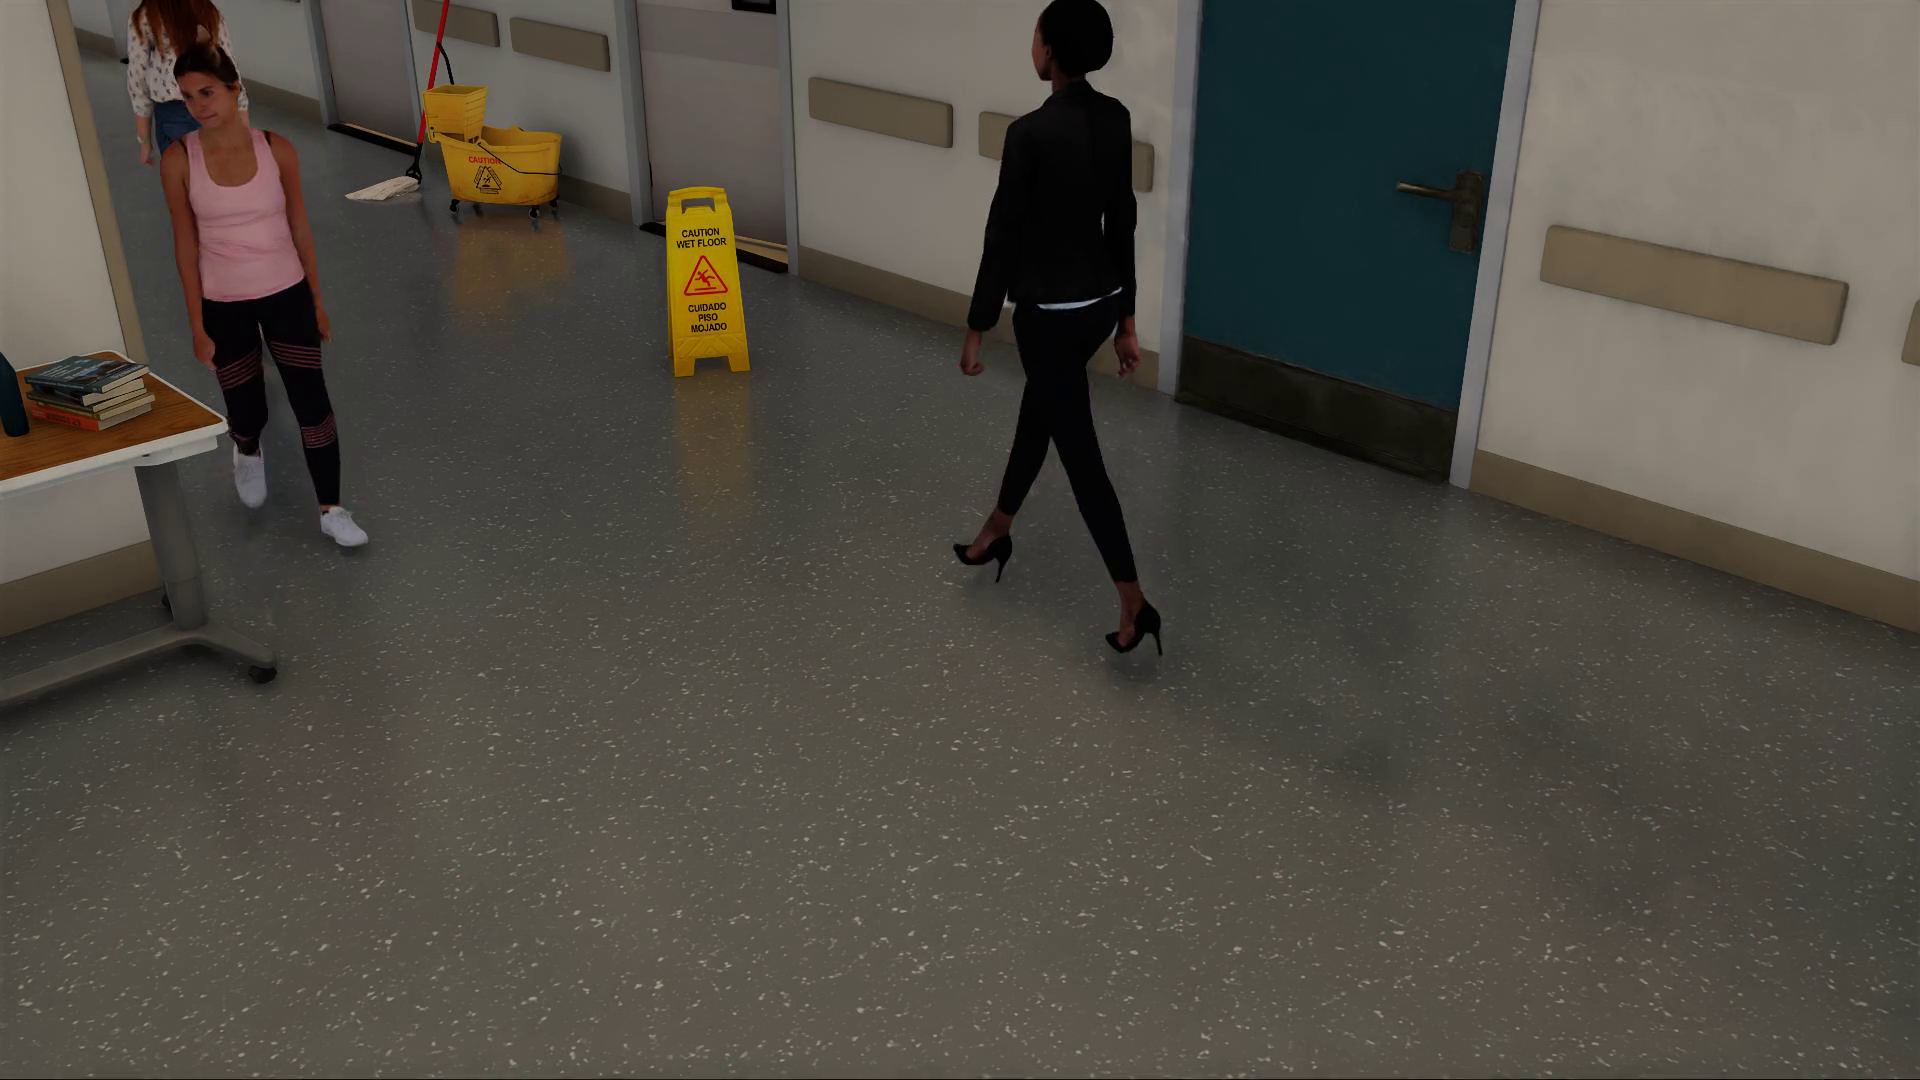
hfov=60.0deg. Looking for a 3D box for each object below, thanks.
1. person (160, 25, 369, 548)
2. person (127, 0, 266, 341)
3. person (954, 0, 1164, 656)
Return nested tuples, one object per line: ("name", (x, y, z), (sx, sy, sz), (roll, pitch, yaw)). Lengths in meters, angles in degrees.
("person", (-2.254, -0.768, 5.255), (0.681, 1.645, 0.898), (-17, 31, -32))
("person", (-3.189, -1.656, 7.053), (1.094, 1.683, 0.576), (23, 34, 39))
("person", (0.340, -0.501, 4.540), (0.651, 1.784, 1.107), (-21, 33, -37))
